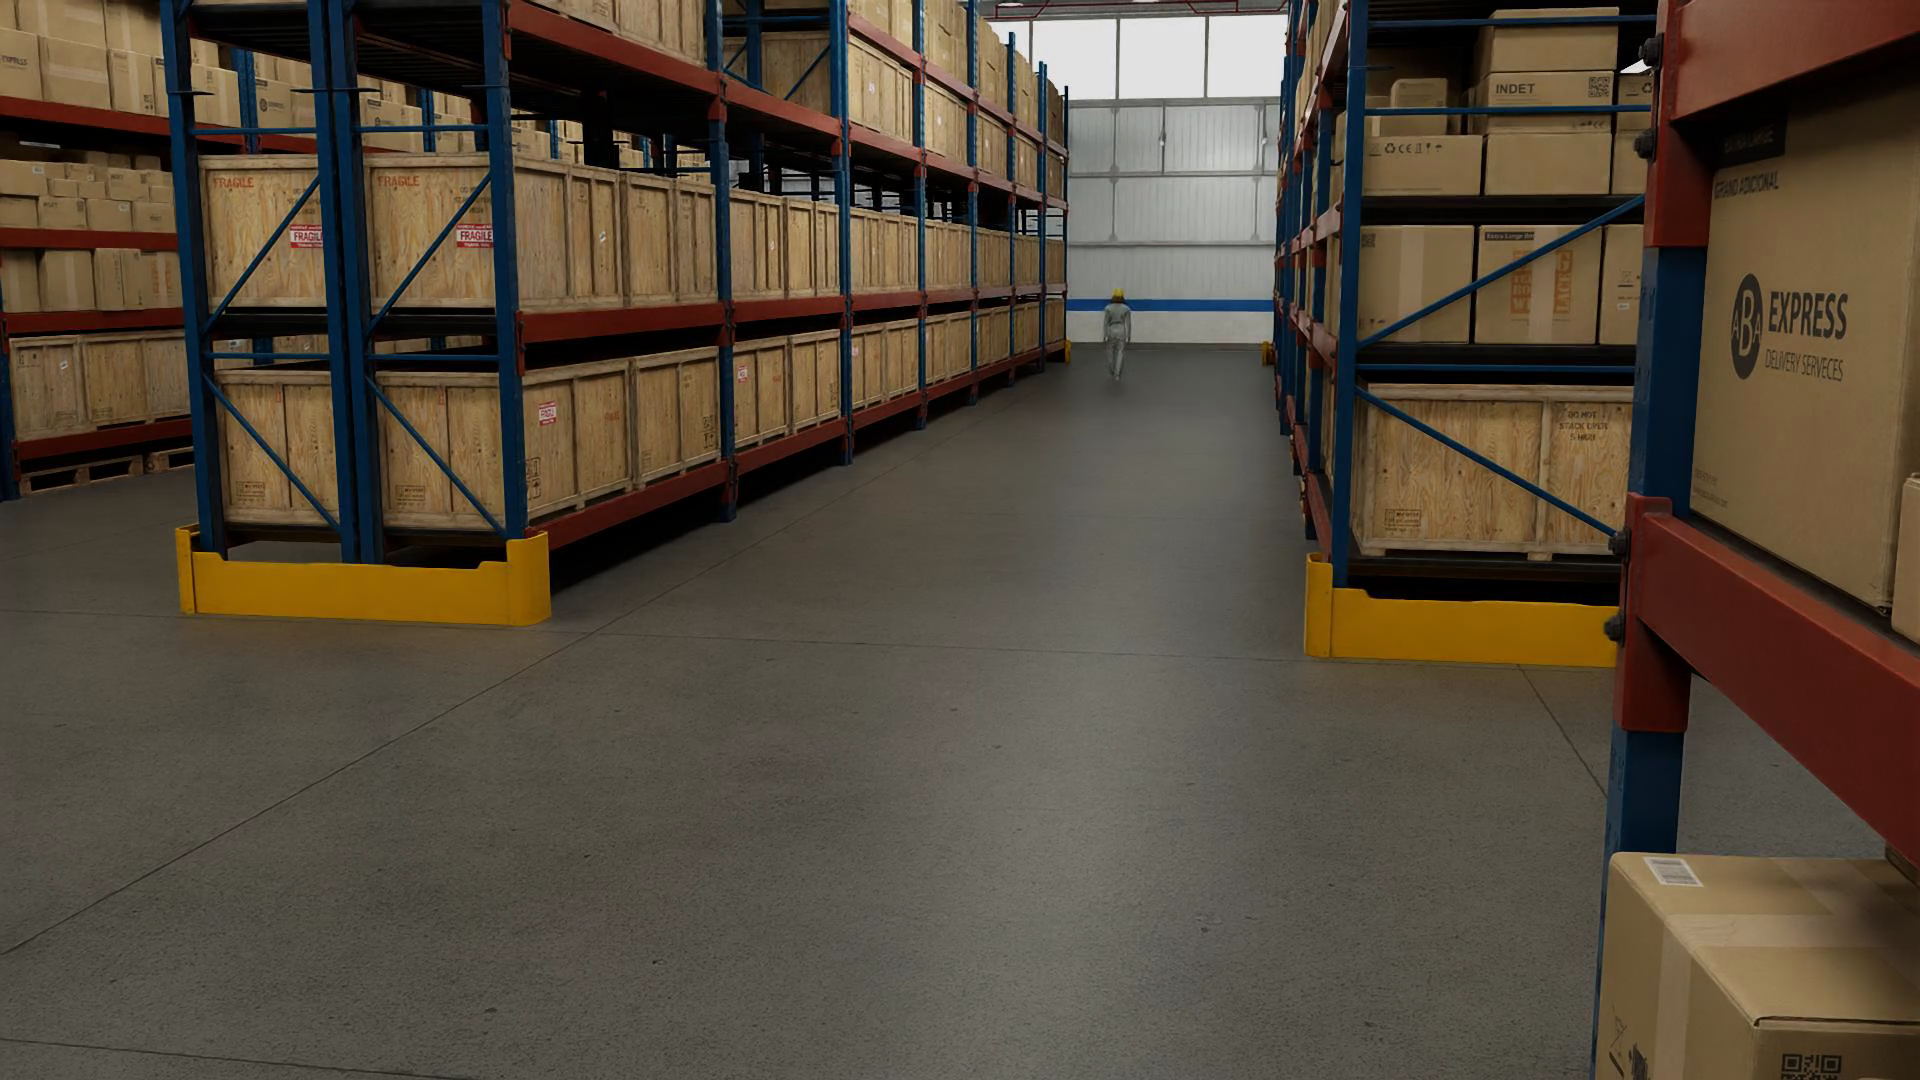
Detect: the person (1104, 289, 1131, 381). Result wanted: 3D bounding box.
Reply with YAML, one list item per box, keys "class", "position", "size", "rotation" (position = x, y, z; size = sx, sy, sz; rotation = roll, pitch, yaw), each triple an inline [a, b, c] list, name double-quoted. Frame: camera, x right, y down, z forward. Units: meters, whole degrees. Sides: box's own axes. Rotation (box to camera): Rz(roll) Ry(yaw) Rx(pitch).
- class: "person"
  position: [2.949, -3.842, 31.165]
  size: [0.503, 1.690, 0.920]
  rotation: [1, 9, 7]
